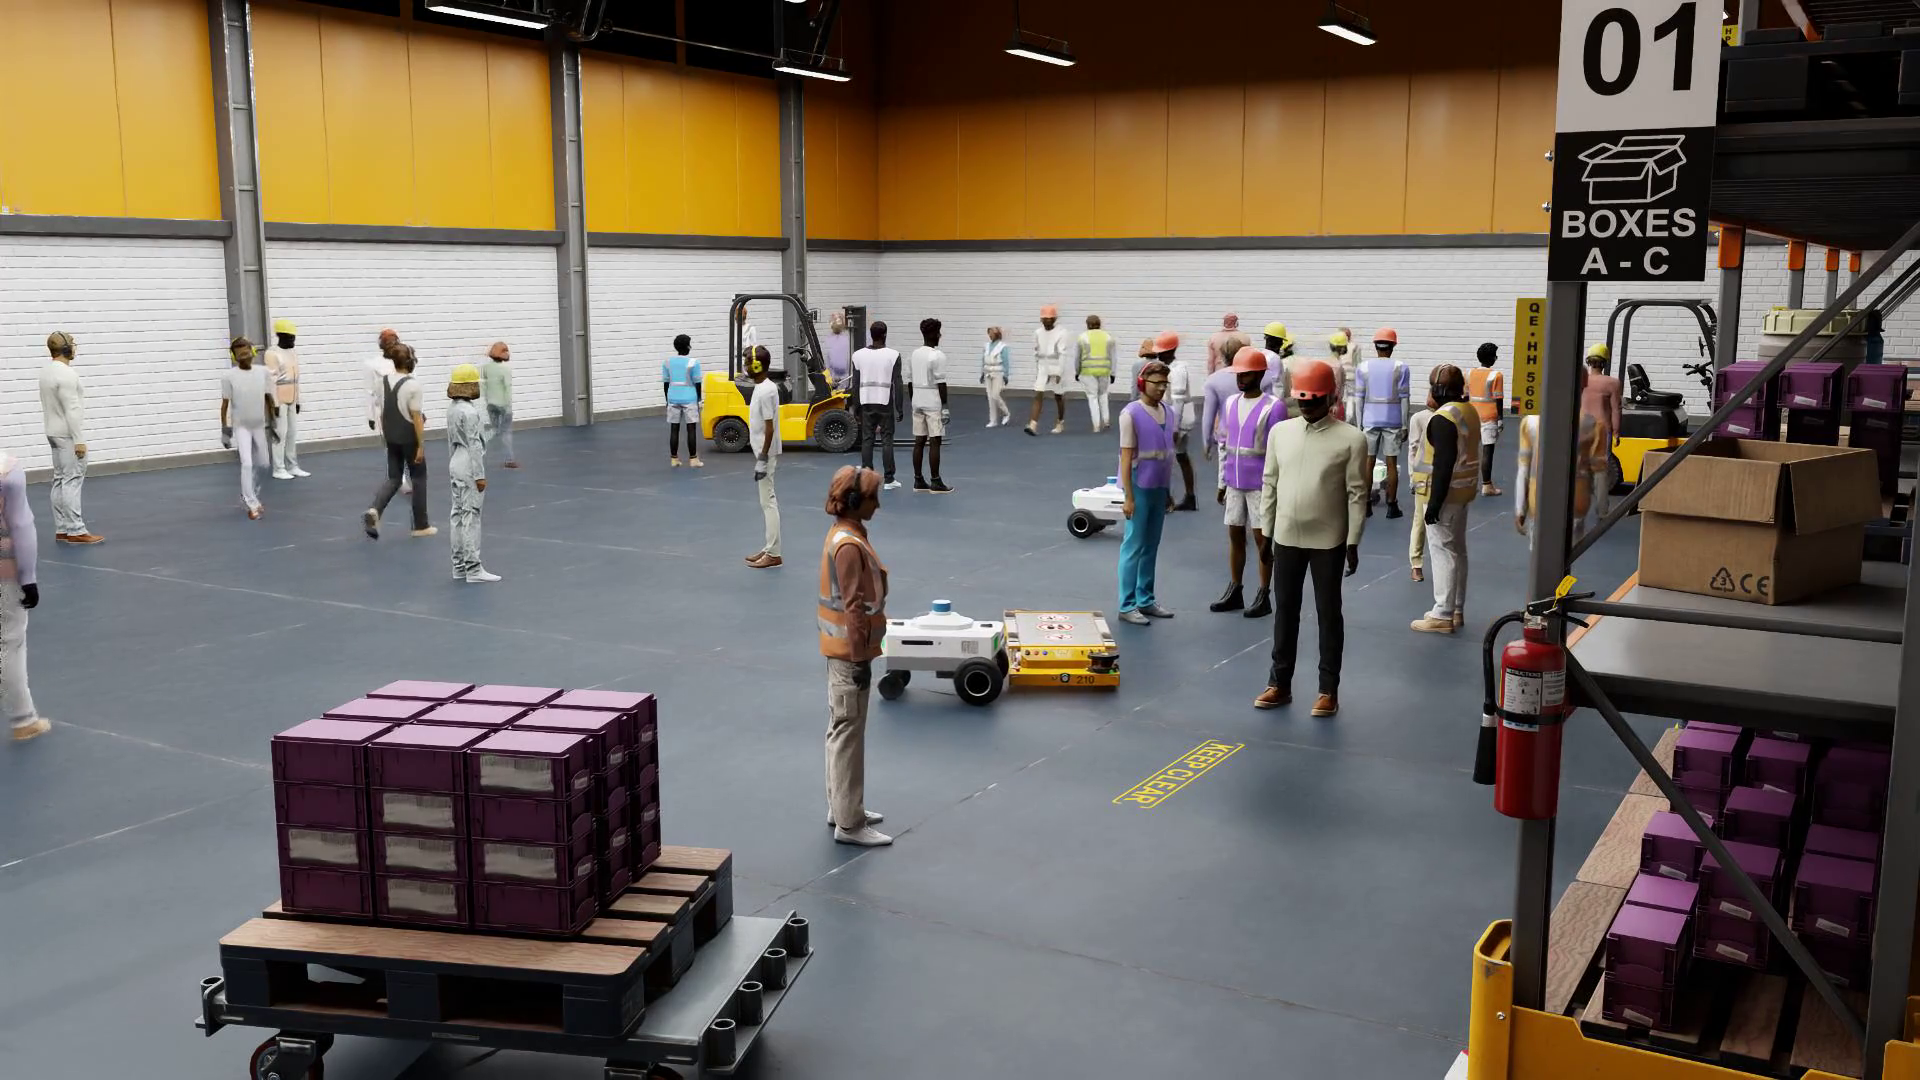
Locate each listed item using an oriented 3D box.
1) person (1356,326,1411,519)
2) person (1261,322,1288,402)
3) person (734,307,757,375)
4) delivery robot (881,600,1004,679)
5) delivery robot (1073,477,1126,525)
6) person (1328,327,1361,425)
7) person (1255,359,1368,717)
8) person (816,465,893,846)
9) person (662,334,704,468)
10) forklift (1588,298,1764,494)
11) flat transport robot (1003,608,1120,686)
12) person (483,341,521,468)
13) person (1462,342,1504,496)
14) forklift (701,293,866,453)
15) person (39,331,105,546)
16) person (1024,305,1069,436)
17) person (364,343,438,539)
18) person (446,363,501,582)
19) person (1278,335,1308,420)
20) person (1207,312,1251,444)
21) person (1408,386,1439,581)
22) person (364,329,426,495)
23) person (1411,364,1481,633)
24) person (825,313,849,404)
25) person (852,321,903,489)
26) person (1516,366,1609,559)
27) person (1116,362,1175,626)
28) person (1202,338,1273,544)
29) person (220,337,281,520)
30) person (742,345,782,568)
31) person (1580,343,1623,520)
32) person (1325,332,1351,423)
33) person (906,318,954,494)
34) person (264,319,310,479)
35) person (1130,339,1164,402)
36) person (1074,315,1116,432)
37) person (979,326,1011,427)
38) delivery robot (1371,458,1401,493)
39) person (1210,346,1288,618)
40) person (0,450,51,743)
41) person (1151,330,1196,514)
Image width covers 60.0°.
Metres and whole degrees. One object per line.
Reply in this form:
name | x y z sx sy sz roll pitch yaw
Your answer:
person | 4.247 -1.179 16.718 0.543 1.933 0.364 4 10 24
person | 3.449 -1.460 18.517 0.381 1.917 0.585 -3 10 -18
person | -3.749 -3.062 28.626 0.572 1.883 0.354 6 11 35
delivery robot | -0.105 0.592 9.655 0.707 0.478 0.477 1 9 6
delivery robot | 1.423 -0.345 15.504 0.707 0.478 0.477 4 10 21
person | 6.063 -2.556 26.275 0.539 1.617 0.529 2 9 10
person | 1.947 -0.013 9.274 0.609 1.986 0.391 6 11 33
person | -0.464 0.493 7.199 0.308 1.638 0.511 -1 9 -8
person | -3.494 -1.750 21.000 0.537 1.698 0.320 3 9 16
forklift | 7.954 -1.589 18.462 2.313 2.155 1.214 5 11 30
flat transport robot | 0.613 0.655 10.438 0.652 0.197 1.431 0 9 0
person | -5.811 -1.684 20.833 0.512 1.616 0.582 5 10 29
person | 5.812 -1.340 18.456 0.315 1.695 0.541 -6 11 -33
forklift | -2.458 -2.344 23.176 2.313 2.155 1.214 0 9 -2
person | -8.075 -0.918 15.062 0.635 1.939 0.359 9 13 43
person | 1.340 -2.554 25.162 0.608 1.974 1.054 5 10 29
person | -5.154 -0.889 15.263 0.524 1.823 0.726 3 10 20
person | -3.917 -0.535 13.286 0.294 1.744 0.485 -7 12 -38
person | 3.806 -1.444 18.833 0.640 1.789 0.683 -5 10 -28
person | 3.877 -2.317 23.894 0.637 1.911 0.406 3 9 16
person | 3.825 -0.486 13.309 0.500 1.636 0.281 -1 9 -9
person | -6.348 -1.440 18.664 0.577 1.837 0.989 -8 12 -41
person | 3.324 -0.285 11.429 0.429 1.838 0.634 6 11 32
person | -1.744 -2.499 25.160 0.666 1.868 0.499 8 12 42
person | -0.939 -1.534 18.976 0.597 1.916 0.371 2 9 14
person | 3.979 -0.234 10.948 0.558 1.886 0.888 6 11 35
person | 1.305 -0.337 11.739 0.381 1.841 0.566 7 12 39
person | 2.551 -0.912 15.265 0.659 1.880 1.019 -1 9 -3
person | -7.175 -1.129 16.738 0.618 1.842 0.568 9 13 43
person | -1.653 -0.694 13.906 0.326 1.865 0.519 -1 9 -6
person | 6.333 -1.079 16.604 0.525 1.771 0.305 7 11 36
person | 4.540 -1.703 20.550 0.691 1.748 0.523 -1 9 -5
person | -0.338 -1.499 18.608 0.366 1.967 0.603 -8 12 -42
person | -8.072 -1.686 19.936 0.420 1.917 0.608 1 9 8
person | 2.429 -1.732 21.147 0.563 1.615 0.375 -3 9 -16
person | 2.082 -2.601 25.970 0.636 1.810 0.718 -2 9 -11
person | 0.548 -2.605 26.570 0.383 1.628 0.519 -8 12 -39
delivery robot | 4.365 -0.719 17.840 0.477 0.478 0.707 -8 12 -39
person | 2.062 -0.415 11.930 0.356 1.937 0.552 -8 12 -42
person | -5.087 0.170 8.614 0.636 1.843 0.429 -1 9 -5
person | 2.142 -1.191 16.972 0.689 1.889 0.562 0 9 0
